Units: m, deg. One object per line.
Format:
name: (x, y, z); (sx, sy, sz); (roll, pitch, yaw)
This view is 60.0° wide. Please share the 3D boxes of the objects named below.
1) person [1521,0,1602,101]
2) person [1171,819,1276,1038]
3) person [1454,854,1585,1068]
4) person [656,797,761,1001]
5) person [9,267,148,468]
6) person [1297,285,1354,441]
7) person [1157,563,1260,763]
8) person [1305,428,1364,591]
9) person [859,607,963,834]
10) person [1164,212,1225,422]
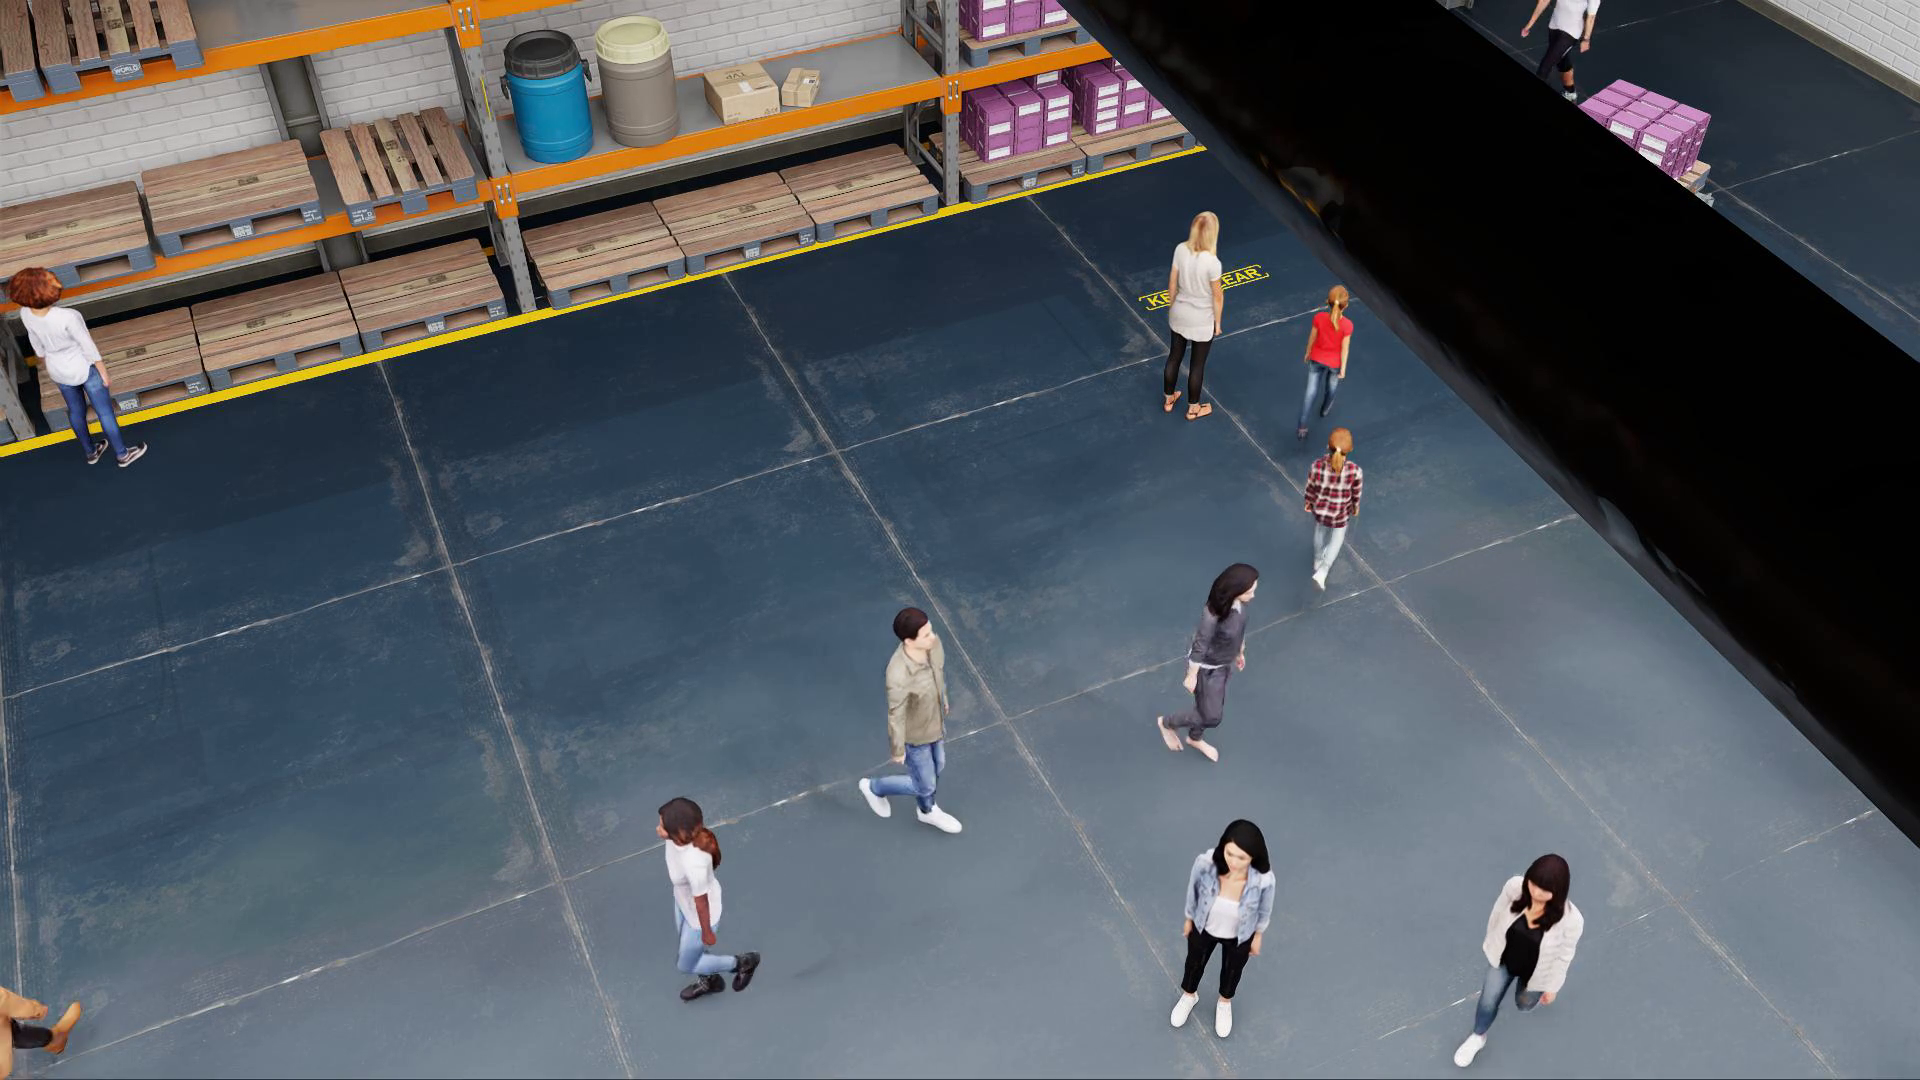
person: (5.904, -4.931, 16.078); (1.231, 1.797, 0.712); (-19, 47, -19)
person: (1.397, 2.049, 8.814); (0.673, 1.711, 0.743); (12, 45, 12)
person: (3.010, 2.163, 8.760); (0.875, 1.619, 1.055); (30, 51, 28)
person: (-1.341, 1.949, 8.920); (0.687, 1.709, 0.597); (-17, 46, -17)
person: (-6.572, -1.276, 12.304); (0.719, 1.711, 0.810); (7, 44, 7)
person: (2.758, -1.320, 12.659); (0.842, 1.285, 0.938); (17, 46, 17)
person: (1.470, 0.699, 10.211); (0.825, 1.738, 0.778); (26, 49, 25)
person: (2.552, -0.195, 11.472); (0.777, 1.293, 0.847); (16, 46, 16)
person: (-0.314, 1.057, 9.751); (1.039, 1.854, 0.986); (16, 46, 16)
person: (1.773, -1.696, 12.661); (0.684, 1.827, 0.685); (27, 50, 26)
